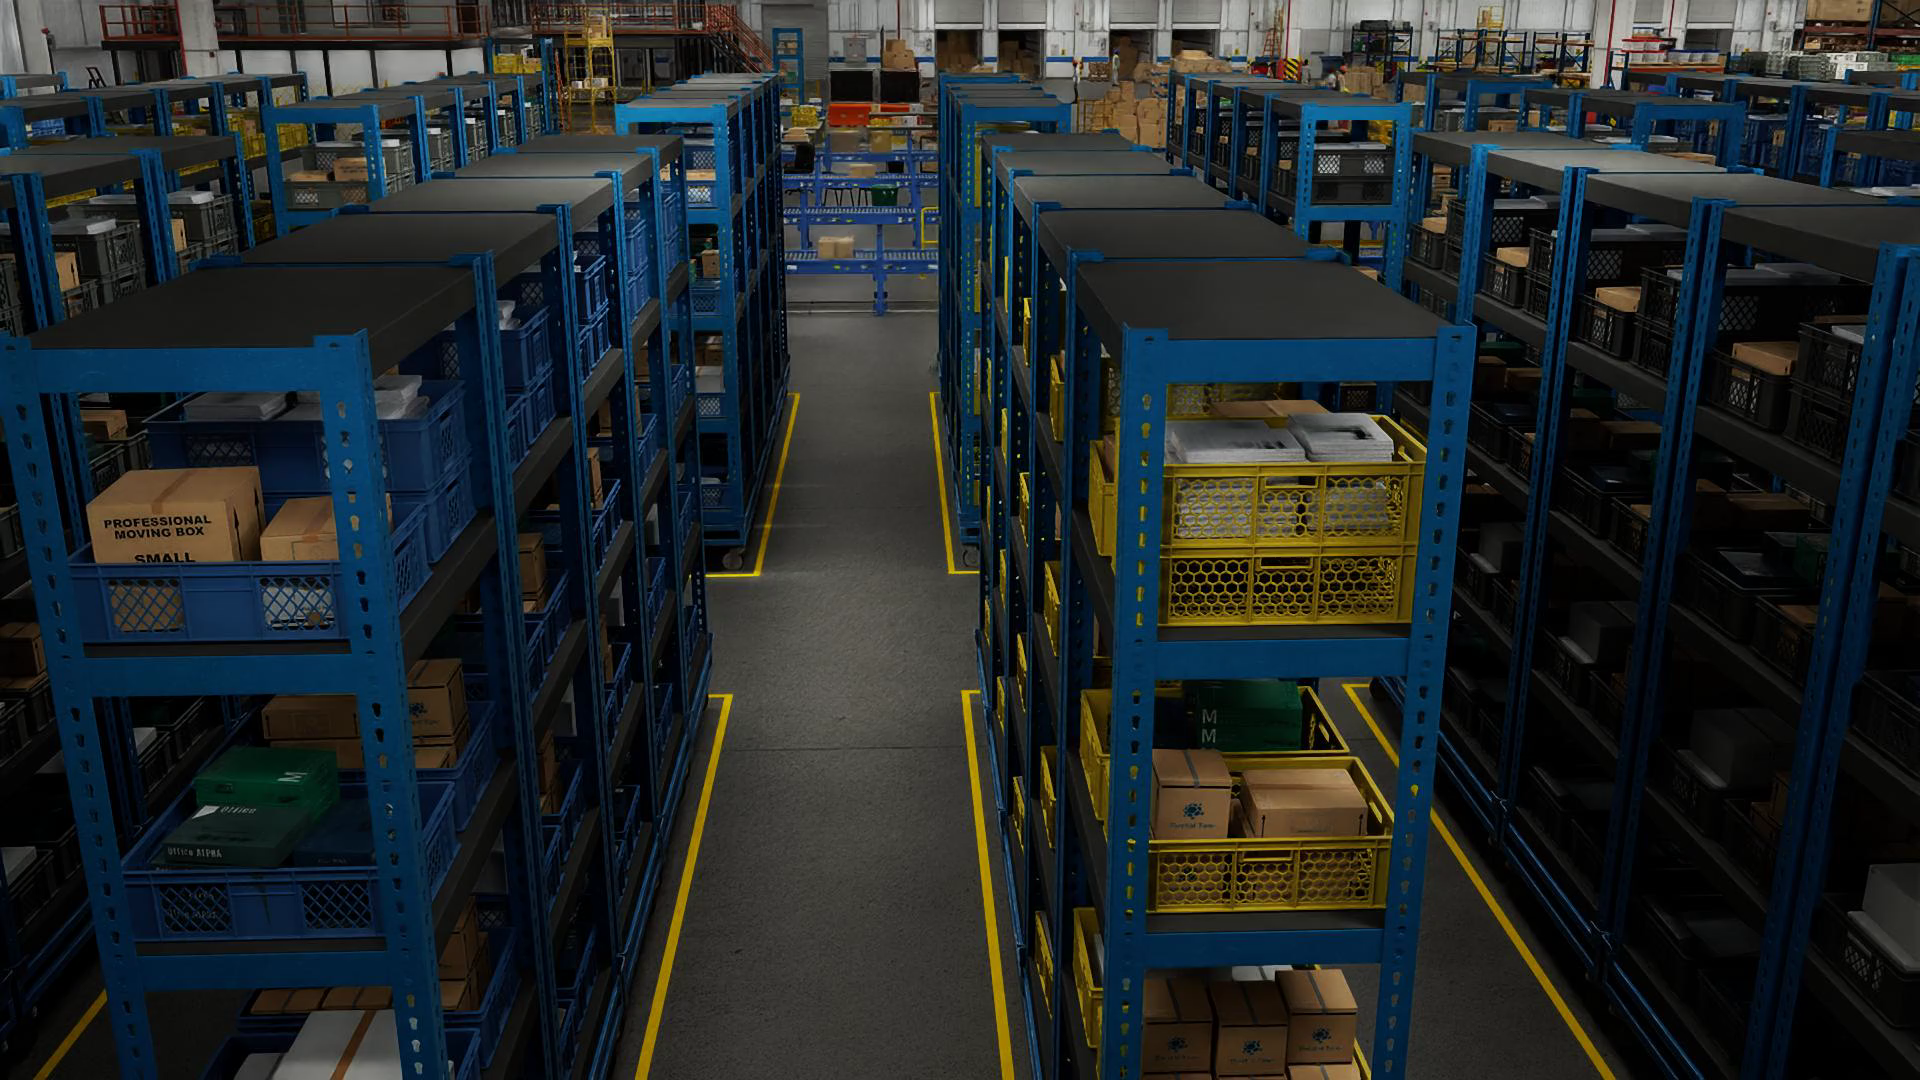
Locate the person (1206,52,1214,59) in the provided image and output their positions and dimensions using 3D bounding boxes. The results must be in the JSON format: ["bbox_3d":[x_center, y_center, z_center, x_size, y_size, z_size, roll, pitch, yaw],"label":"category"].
[{"bbox_3d":[13.132,-24.776,87.622,0.431,1.835,0.624,-13,22,-34],"label":"person"}]

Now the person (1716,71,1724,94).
[{"bbox_3d":[29.679,-17.427,64.849,0.882,1.833,0.565,-6,19,-19],"label":"person"}]

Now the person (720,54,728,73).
[{"bbox_3d":[-12.222,-24.425,86.557,0.844,1.818,0.629,1,18,4],"label":"person"}]

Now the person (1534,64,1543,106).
[{"bbox_3d":[23.764,-18.633,68.487,0.477,1.903,0.596,-1,18,-4],"label":"person"}]

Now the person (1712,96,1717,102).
[{"bbox_3d":[22.143,-12.208,48.977,0.532,1.675,0.763,-4,18,-13],"label":"person"}]

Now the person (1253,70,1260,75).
[{"bbox_3d":[10.555,-15.769,59.476,0.374,1.997,0.608,-12,21,-32],"label":"person"}]

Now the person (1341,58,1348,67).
[{"bbox_3d":[19.265,-23.292,83.278,0.539,1.672,0.780,-13,22,-35],"label":"person"}]

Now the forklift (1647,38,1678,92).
[{"bbox_3d":[30.796,-20.577,72.940,1.129,2.768,1.873,-1,18,-2],"label":"forklift"}]

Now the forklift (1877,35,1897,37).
[{"bbox_3d":[44.183,-22.805,79.833,1.129,2.768,1.873,-1,18,-2],"label":"forklift"}]

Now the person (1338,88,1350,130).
[{"bbox_3d":[12.050,-13.354,52.422,0.534,1.738,0.786,1,18,3],"label":"person"}]

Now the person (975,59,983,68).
[{"bbox_3d":[0.736,-20.670,74.861,0.988,1.878,0.664,-3,18,-8],"label":"person"}]

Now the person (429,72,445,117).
[{"bbox_3d":[-19.365,-16.507,62.004,0.889,1.857,0.587,-11,21,-31],"label":"person"}]

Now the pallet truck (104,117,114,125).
[{"bbox_3d":[-18.367,-7.885,35.078,1.885,1.965,0.823,1,18,2],"label":"pallet truck"}]

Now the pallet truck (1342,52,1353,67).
[{"bbox_3d":[18.794,-23.123,82.231,0.823,1.965,1.885,-13,22,-35],"label":"pallet truck"}]

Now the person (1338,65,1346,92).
[{"bbox_3d":[15.036,-17.716,65.593,0.354,1.939,0.544,5,19,15],"label":"person"}]

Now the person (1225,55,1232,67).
[{"bbox_3d":[13.927,-24.388,86.598,0.478,1.710,0.762,2,18,7],"label":"person"}]

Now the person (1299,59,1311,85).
[{"bbox_3d":[15.615,-20.802,75.281,0.503,1.861,0.328,9,20,25],"label":"person"}]

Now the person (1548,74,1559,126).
[{"bbox_3d":[20.499,-15.162,57.663,0.454,1.953,0.639,-3,18,-9],"label":"person"}]

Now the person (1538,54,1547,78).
[{"bbox_3d":[28.469,-22.841,81.488,0.427,1.909,0.623,0,18,0],"label":"person"}]

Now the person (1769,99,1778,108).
[{"bbox_3d":[22.141,-11.132,45.466,0.597,1.786,0.928,-4,18,-12],"label":"person"}]

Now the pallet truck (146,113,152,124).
[{"bbox_3d":[-18.087,-8.309,36.390,1.885,1.965,0.823,-1,18,-4],"label":"pallet truck"}]

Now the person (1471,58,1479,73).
[{"bbox_3d":[25.005,-22.487,80.612,0.969,1.785,0.546,-2,18,-6],"label":"person"}]

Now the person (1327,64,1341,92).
[{"bbox_3d":[14.461,-17.464,64.650,0.663,2.000,0.691,6,19,17],"label":"person"}]

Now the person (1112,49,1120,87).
[{"bbox_3d":[8.309,-25.134,88.533,0.389,1.949,0.603,-5,19,-16],"label":"person"}]

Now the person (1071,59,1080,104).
[{"bbox_3d":[5.101,-20.249,73.461,0.376,1.927,0.544,-1,18,-2],"label":"person"}]
